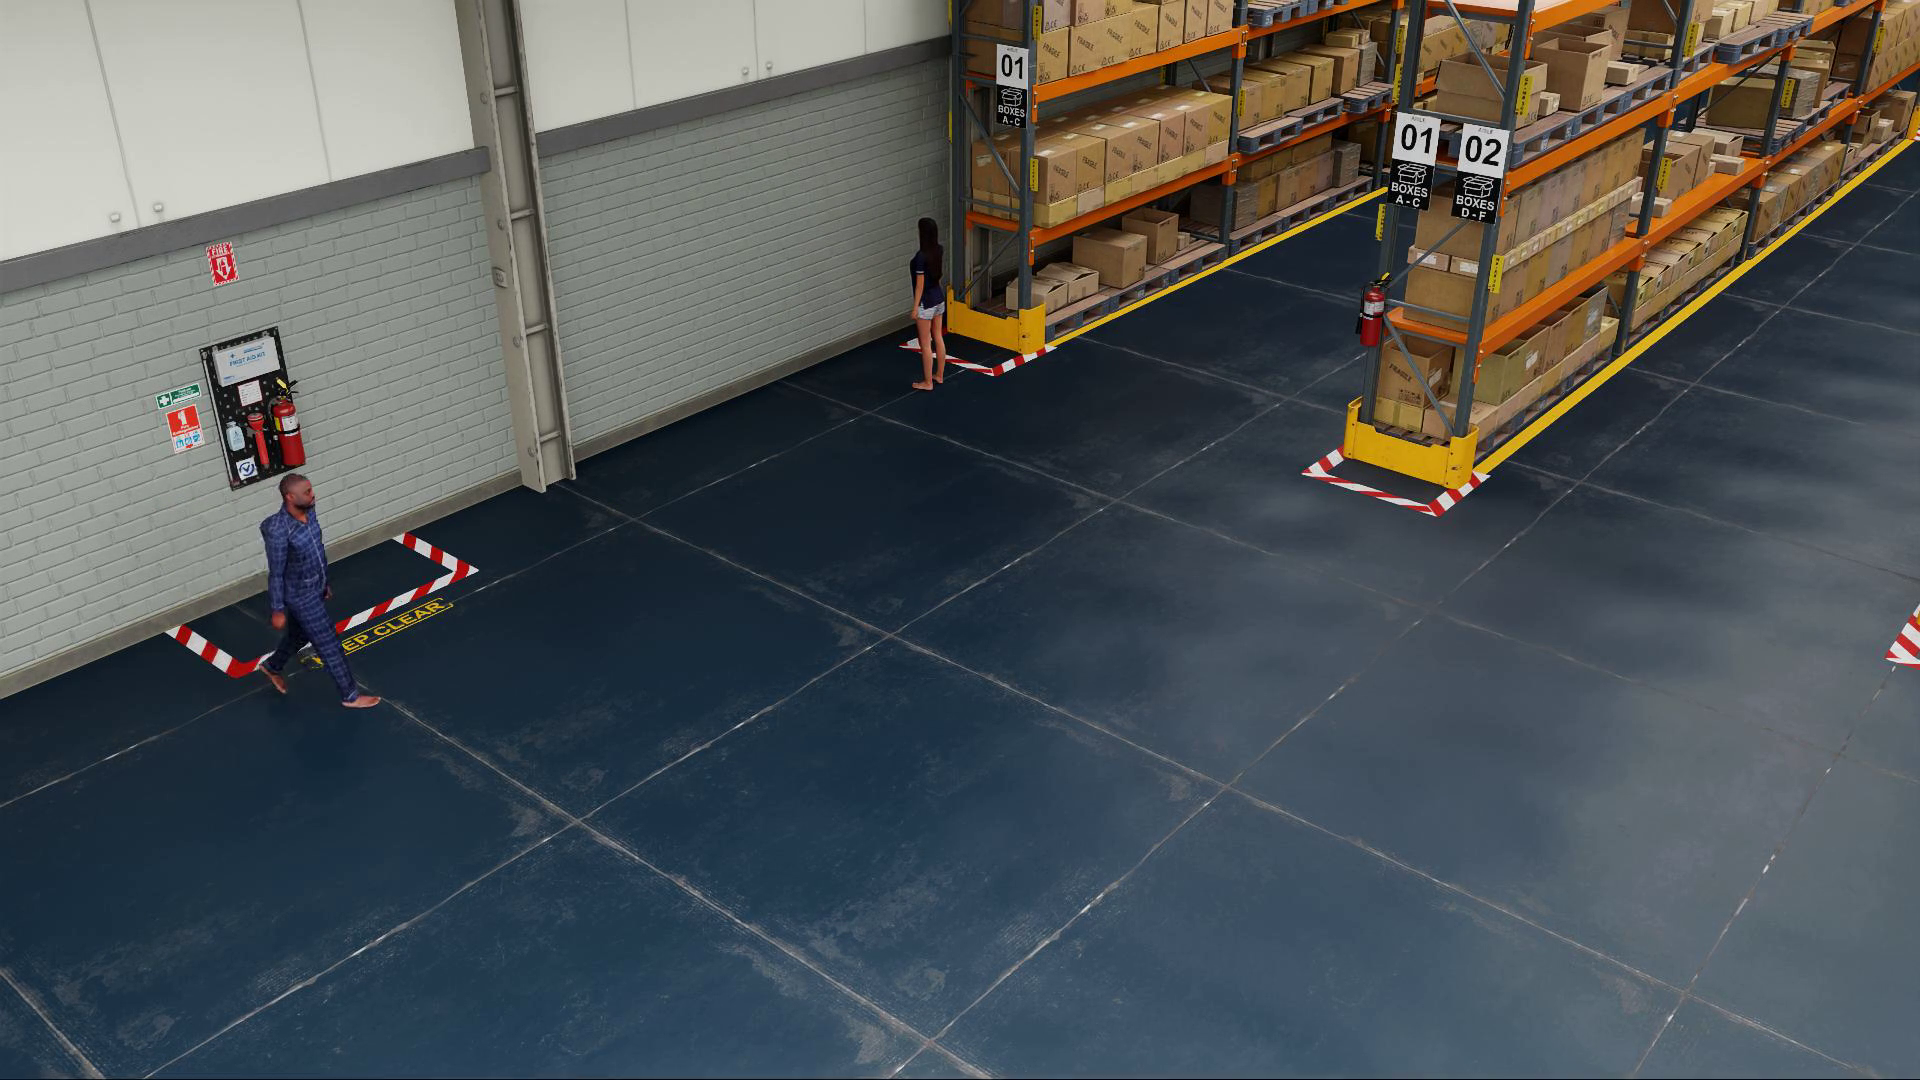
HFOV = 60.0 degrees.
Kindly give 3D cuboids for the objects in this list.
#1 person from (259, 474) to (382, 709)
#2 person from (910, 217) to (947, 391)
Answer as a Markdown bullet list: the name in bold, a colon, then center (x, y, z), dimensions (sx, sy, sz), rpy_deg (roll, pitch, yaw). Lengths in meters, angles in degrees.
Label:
- **person**: center (-4.626, 0.367, 11.496), dimensions (1.170, 1.773, 1.230), rpy_deg (5, 28, 10)
- **person**: center (-0.308, -2.363, 16.630), dimensions (0.642, 1.765, 0.472), rpy_deg (19, 33, 31)
